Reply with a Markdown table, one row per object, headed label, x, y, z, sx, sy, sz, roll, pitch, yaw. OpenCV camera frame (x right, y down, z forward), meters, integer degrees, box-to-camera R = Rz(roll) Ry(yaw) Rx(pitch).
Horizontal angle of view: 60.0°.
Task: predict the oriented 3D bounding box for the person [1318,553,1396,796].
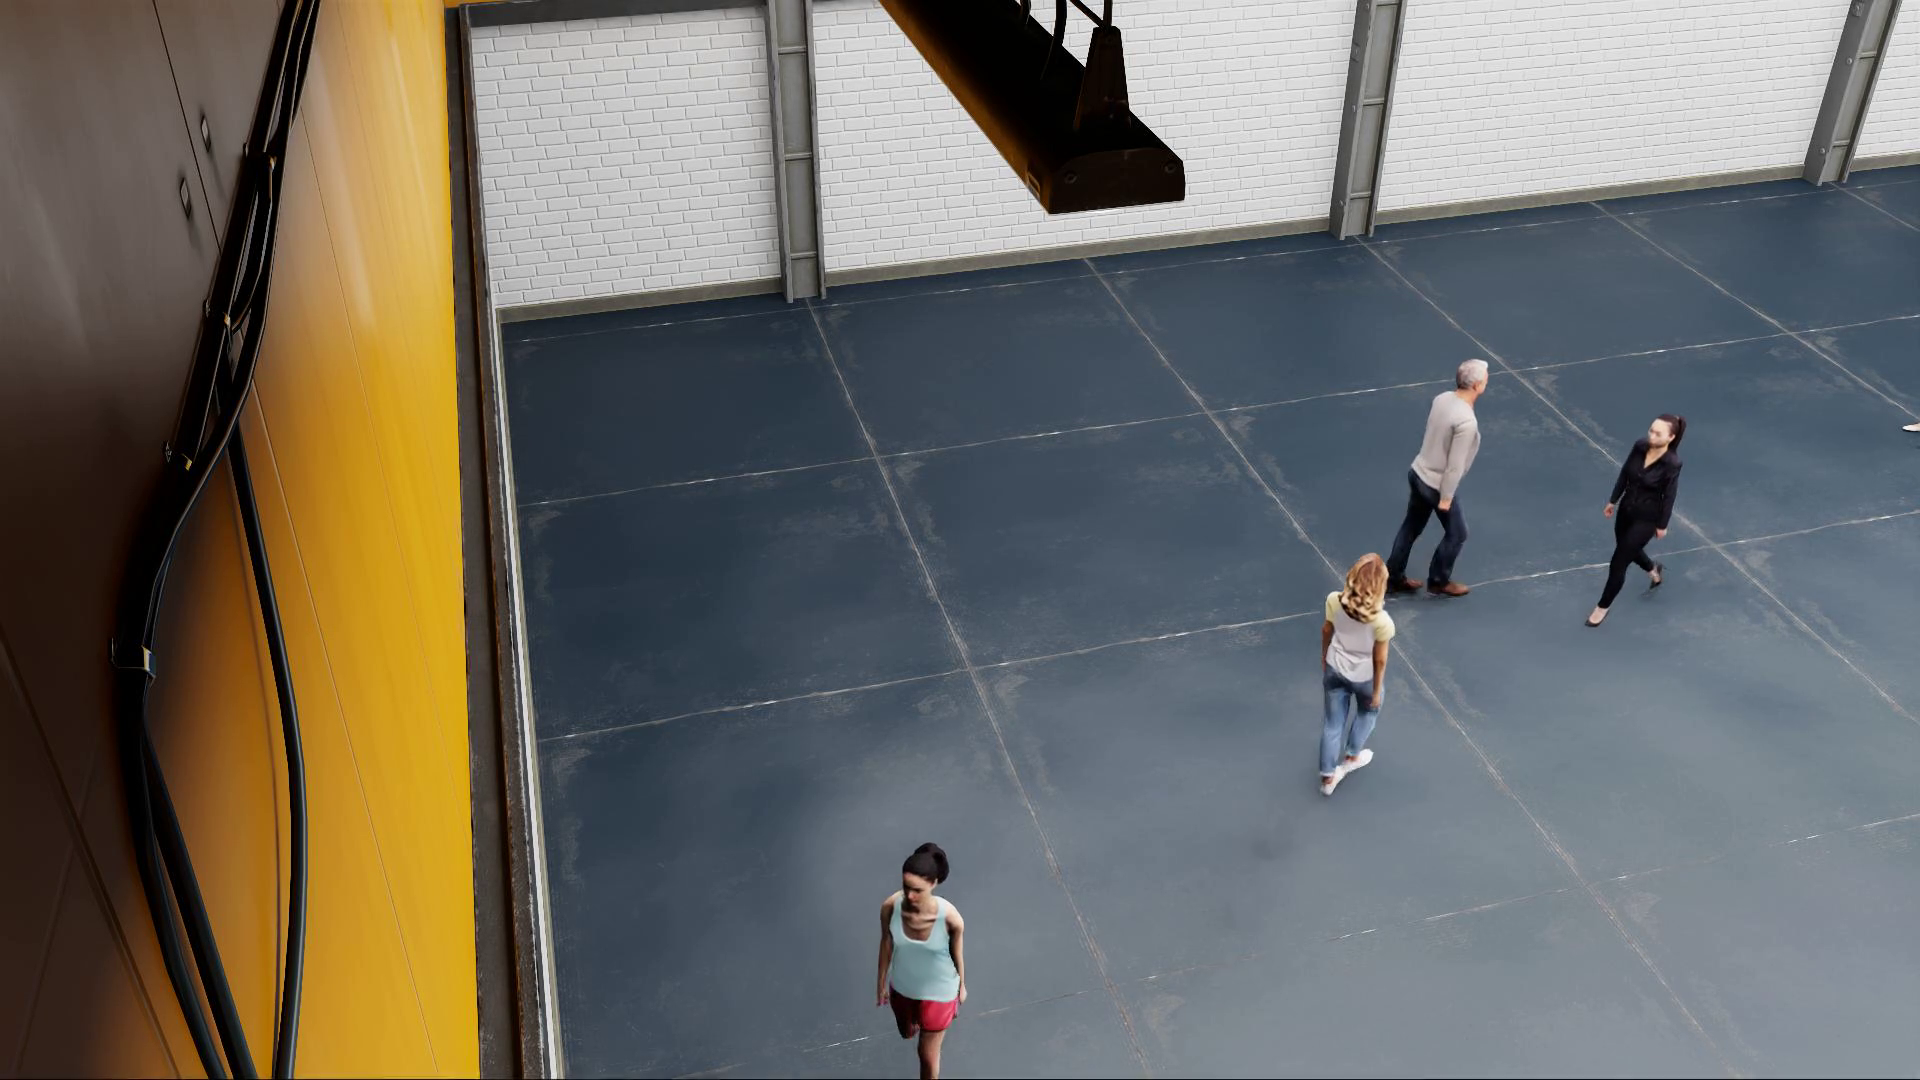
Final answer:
| label | x | y | z | sx | sy | sz | roll | pitch | yaw |
| --- | --- | --- | --- | --- | --- | --- | --- | --- | --- |
| person | 2.343 | 0.869 | 10.147 | 0.829 | 1.709 | 0.899 | 24 | 41 | 32 |

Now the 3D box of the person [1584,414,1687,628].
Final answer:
| label | x | y | z | sx | sy | sz | roll | pitch | yaw |
| --- | --- | --- | --- | --- | --- | --- | --- | --- | --- |
| person | 4.819 | -0.160 | 11.718 | 1.075 | 1.683 | 0.696 | -14 | 36 | -20 |

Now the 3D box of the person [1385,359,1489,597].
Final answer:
| label | x | y | z | sx | sy | sz | roll | pitch | yaw |
| --- | --- | --- | --- | --- | --- | --- | --- | --- | --- |
| person | 3.343 | -0.387 | 11.893 | 0.873 | 1.869 | 0.778 | -5 | 34 | -8 |

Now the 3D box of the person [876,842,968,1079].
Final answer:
| label | x | y | z | sx | sy | sz | roll | pitch | yaw |
| --- | --- | --- | --- | --- | --- | --- | --- | --- | --- |
| person | -0.149 | 2.142 | 8.203 | 1.054 | 1.742 | 1.003 | 10 | 35 | 15 |
